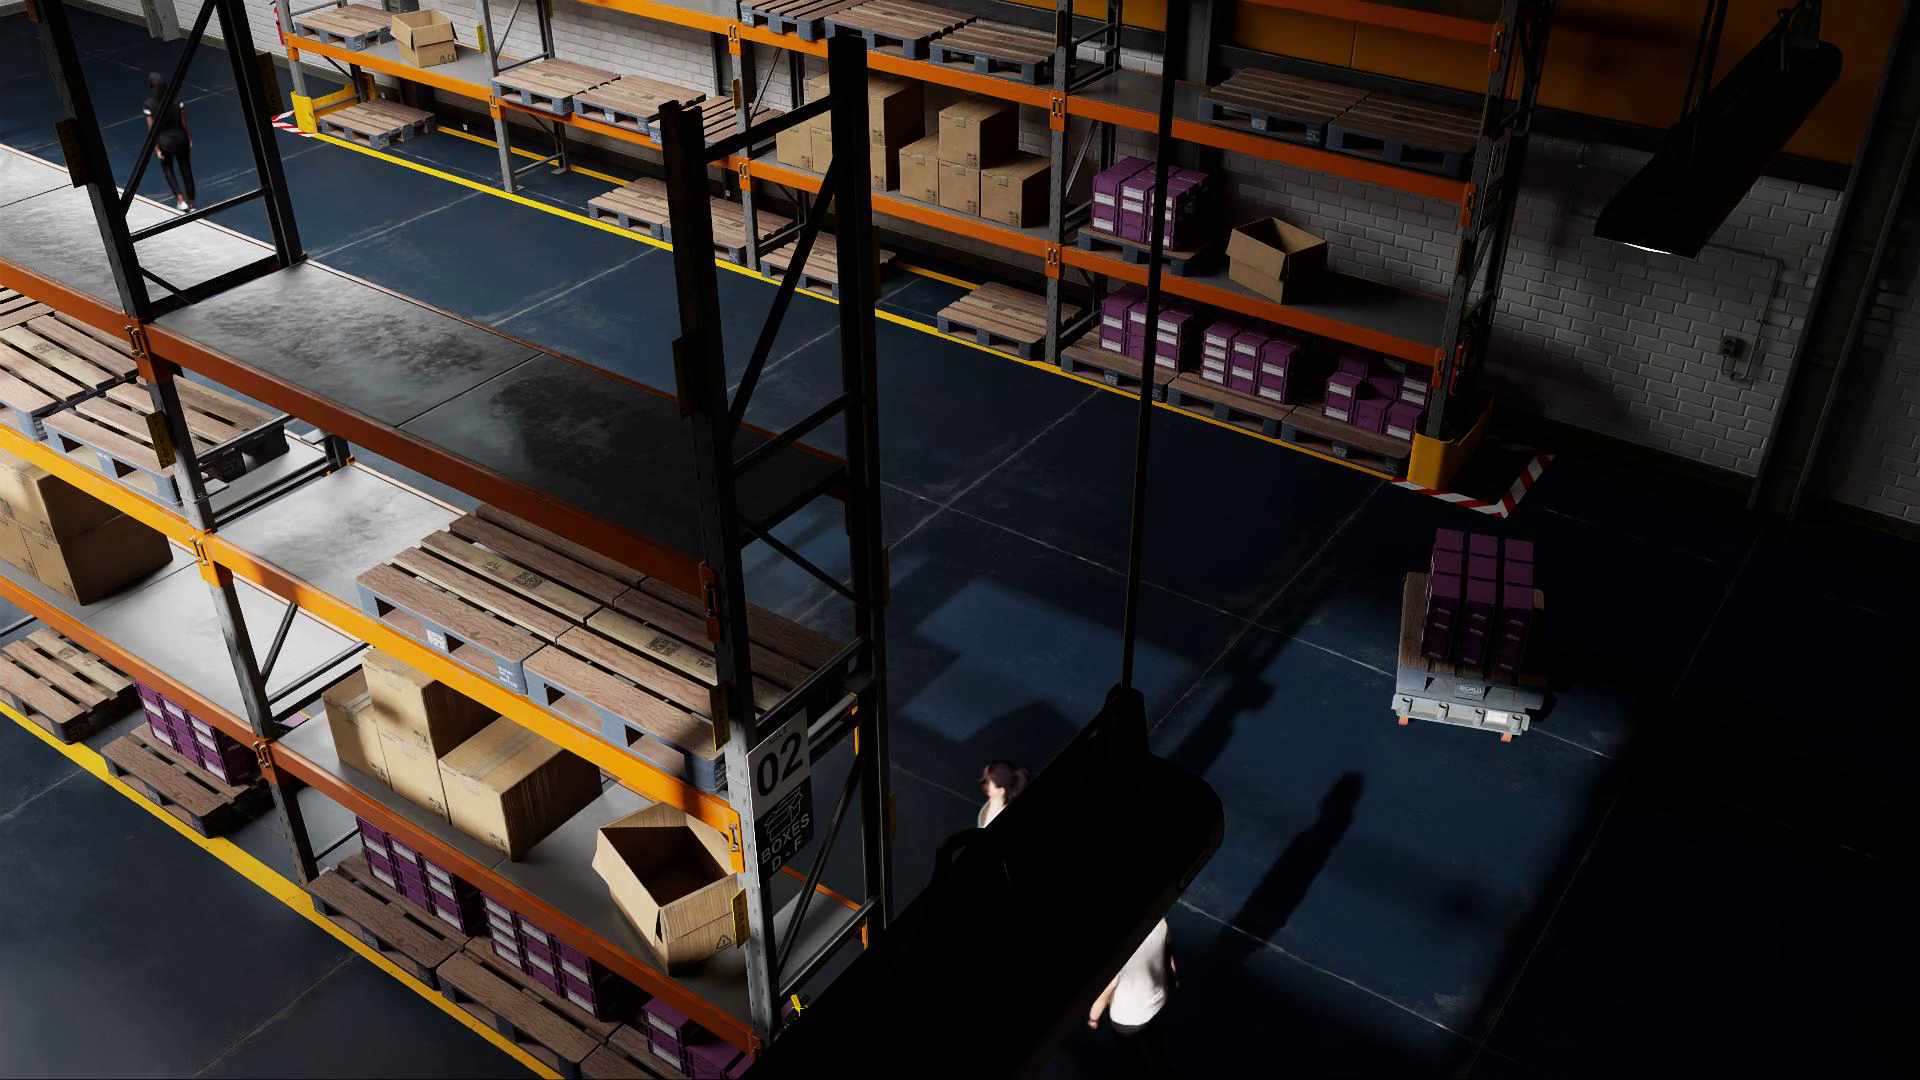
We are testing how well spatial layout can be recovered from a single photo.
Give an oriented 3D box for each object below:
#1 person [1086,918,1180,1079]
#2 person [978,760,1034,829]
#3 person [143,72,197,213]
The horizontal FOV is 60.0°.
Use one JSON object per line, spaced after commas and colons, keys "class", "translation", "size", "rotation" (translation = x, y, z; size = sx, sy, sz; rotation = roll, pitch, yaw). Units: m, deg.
{"class": "person", "translation": [0.991, 2.482, 8.988], "size": [0.746, 1.670, 0.618], "rotation": [-19, 38, -26]}
{"class": "person", "translation": [0.225, 1.965, 9.679], "size": [0.736, 1.765, 0.689], "rotation": [-1, 34, -2]}
{"class": "person", "translation": [-9.280, -4.652, 19.678], "size": [0.710, 1.716, 0.746], "rotation": [-21, 39, -28]}
